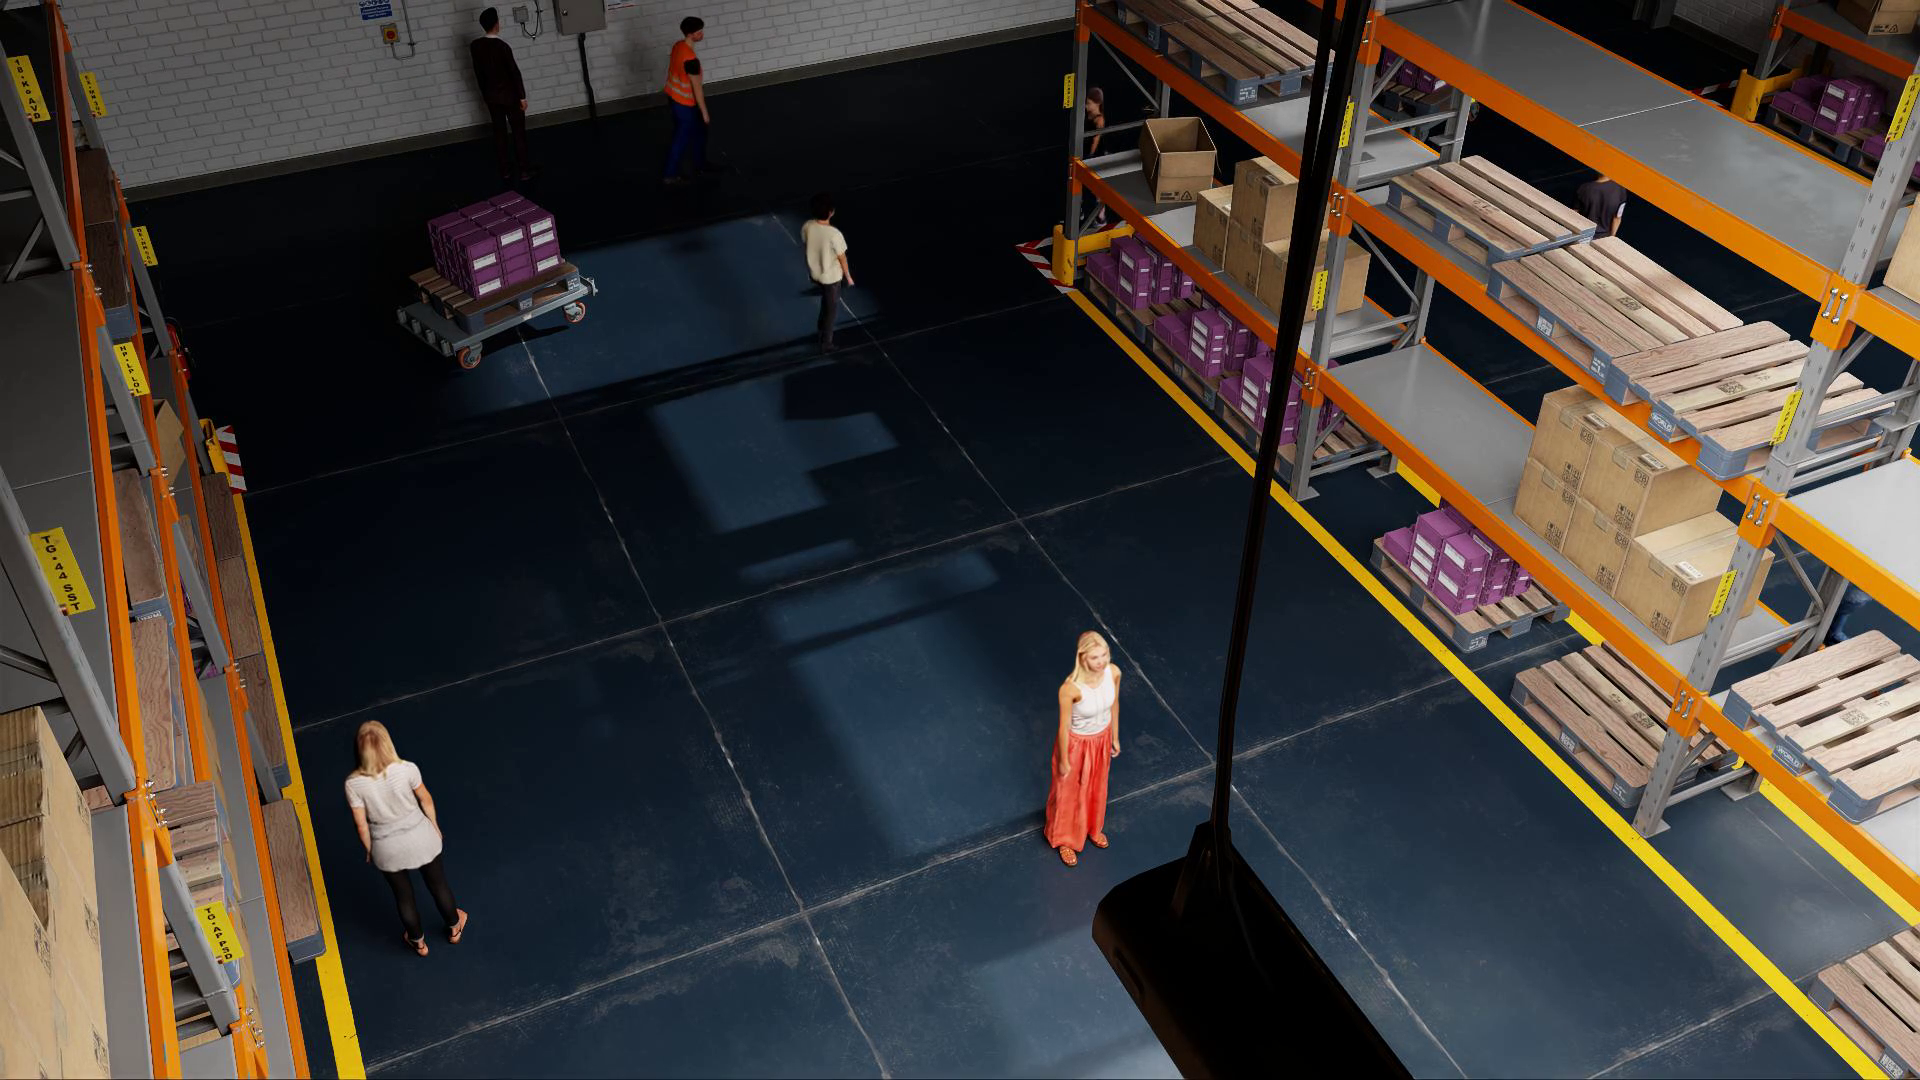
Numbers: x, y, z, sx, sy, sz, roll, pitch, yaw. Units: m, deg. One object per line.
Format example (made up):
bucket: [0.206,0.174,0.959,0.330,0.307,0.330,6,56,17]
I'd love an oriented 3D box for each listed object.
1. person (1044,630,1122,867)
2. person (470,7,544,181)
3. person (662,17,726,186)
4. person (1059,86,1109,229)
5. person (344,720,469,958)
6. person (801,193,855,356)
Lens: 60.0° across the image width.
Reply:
person: [0.768,1.256,10.266,0.657,1.803,0.622,-23,44,-26]
person: [-4.869,-4.741,17.725,0.779,1.866,0.823,10,40,12]
person: [-2.987,-4.613,17.580,0.812,1.845,0.909,-16,41,-19]
person: [1.424,-3.888,16.913,0.613,1.546,0.643,-13,40,-16]
person: [-3.224,1.746,9.633,0.603,1.826,0.521,-15,41,-18]
person: [-1.243,-2.347,14.959,0.630,1.577,0.738,27,46,30]
